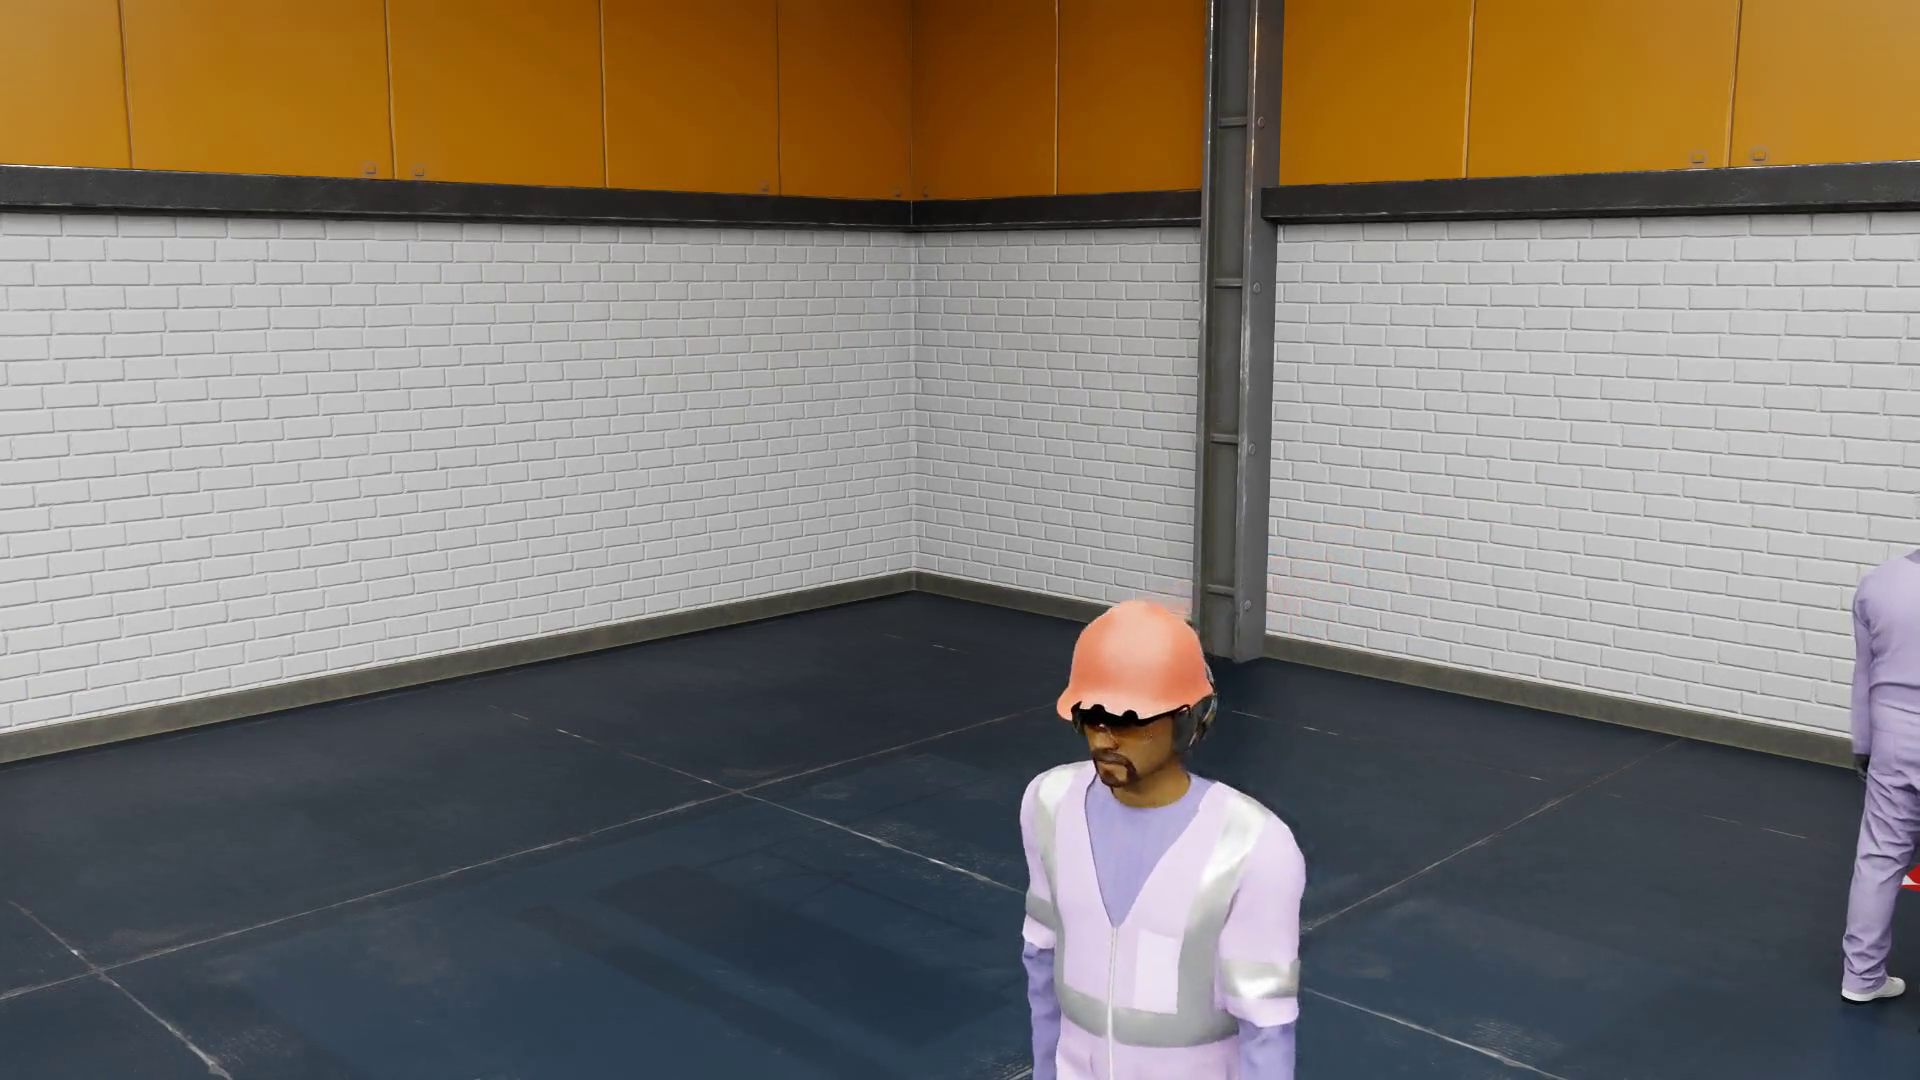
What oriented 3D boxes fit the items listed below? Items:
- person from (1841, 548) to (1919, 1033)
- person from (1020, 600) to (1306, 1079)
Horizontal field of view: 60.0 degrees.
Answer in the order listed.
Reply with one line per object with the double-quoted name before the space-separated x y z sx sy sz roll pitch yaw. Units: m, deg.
"person" 3.370 0.743 5.699 0.403 1.900 0.646 -5 10 -27
"person" 0.305 1.107 3.151 0.661 1.992 1.017 7 11 35
